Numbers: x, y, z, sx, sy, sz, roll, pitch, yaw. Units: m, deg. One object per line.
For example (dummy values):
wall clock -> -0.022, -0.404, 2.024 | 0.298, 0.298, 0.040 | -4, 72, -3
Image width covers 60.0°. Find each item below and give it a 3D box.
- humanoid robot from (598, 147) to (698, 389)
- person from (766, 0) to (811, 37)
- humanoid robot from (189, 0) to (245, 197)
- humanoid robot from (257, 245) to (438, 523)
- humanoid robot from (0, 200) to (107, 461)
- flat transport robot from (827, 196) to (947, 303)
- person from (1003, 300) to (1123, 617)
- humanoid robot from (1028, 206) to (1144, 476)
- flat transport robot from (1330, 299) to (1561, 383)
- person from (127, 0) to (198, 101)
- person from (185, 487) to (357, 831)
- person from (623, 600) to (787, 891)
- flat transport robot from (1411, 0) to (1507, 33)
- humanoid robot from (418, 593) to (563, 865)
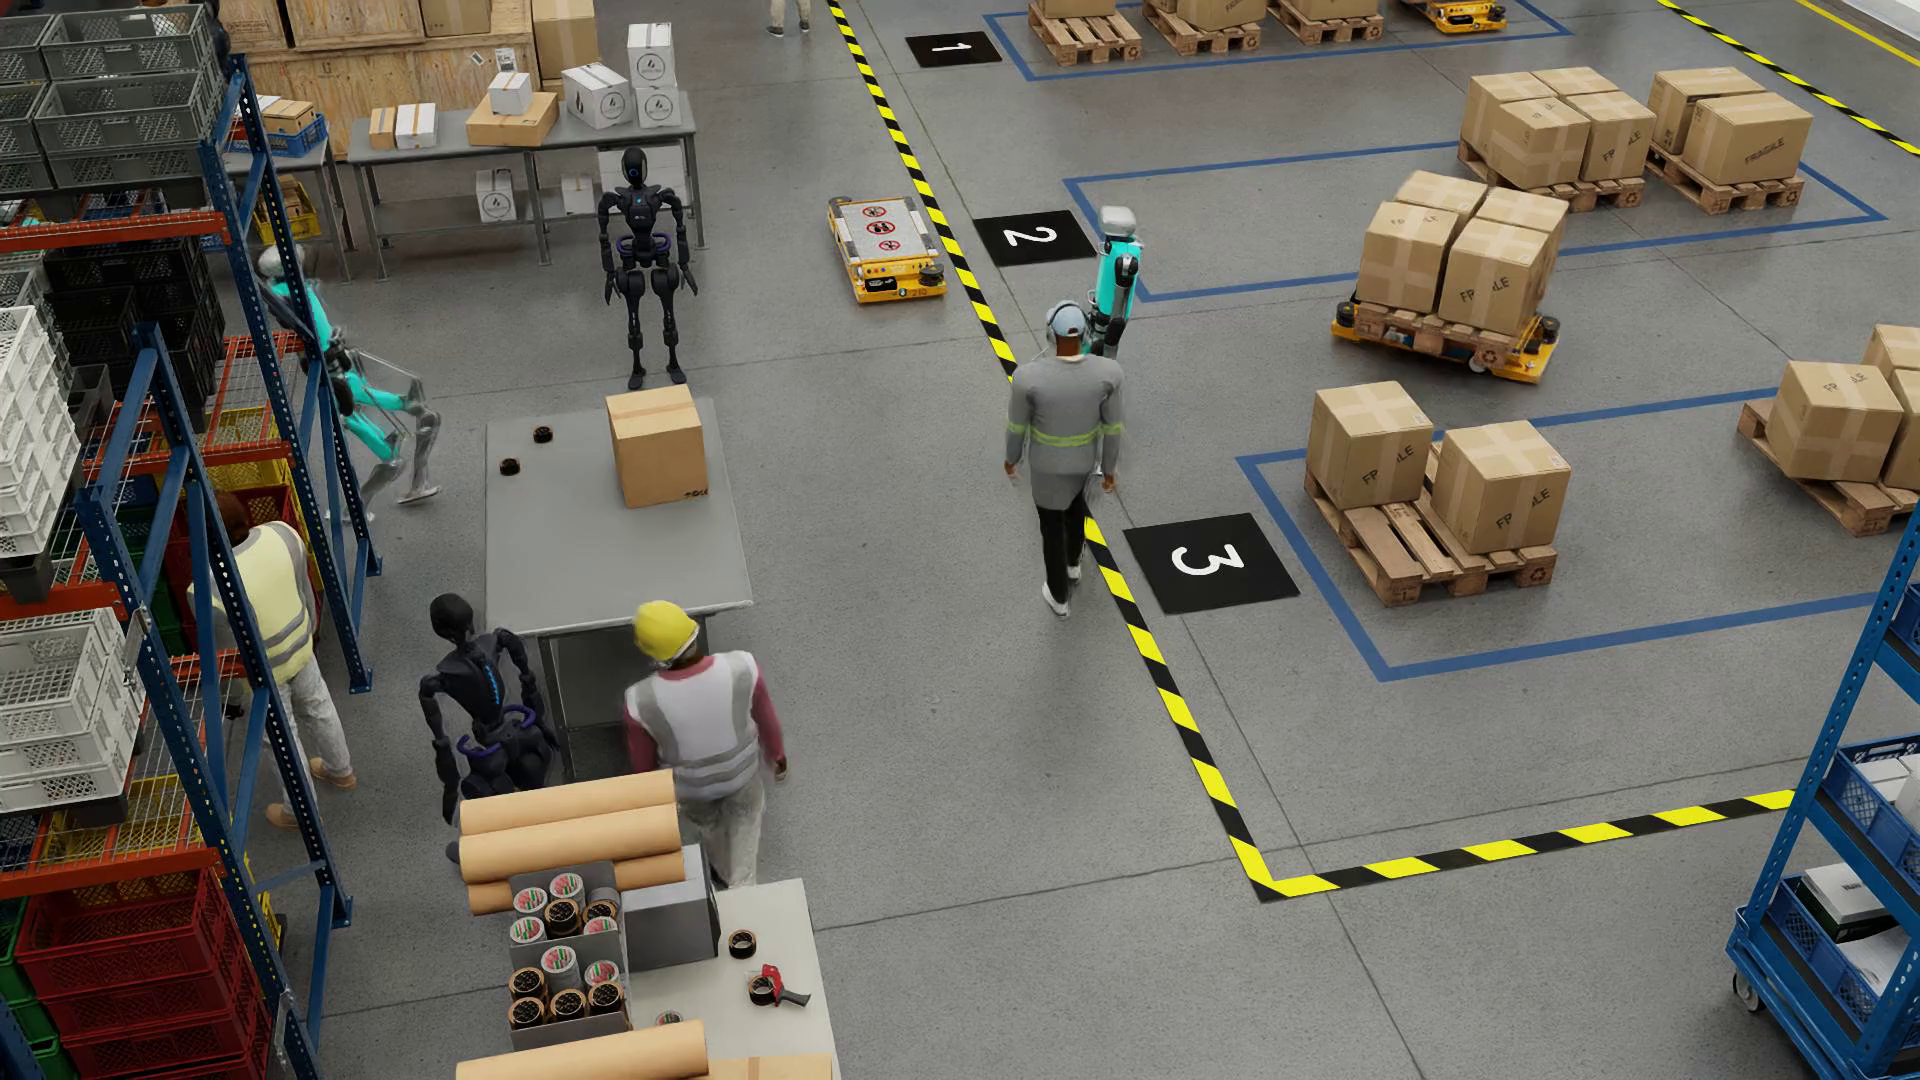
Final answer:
humanoid robot -> -2.006, -1.745, 10.706 | 0.599, 1.657, 0.315 | -7, 37, -9
person -> -1.702, -5.758, 16.033 | 0.563, 1.770, 0.396 | -16, 40, -20
humanoid robot -> -5.834, -3.497, 13.083 | 0.375, 1.643, 0.590 | -4, 37, -6
humanoid robot -> -3.364, -0.882, 9.513 | 0.952, 1.743, 0.541 | -6, 37, -8
humanoid robot -> -5.489, -1.132, 9.778 | 0.533, 1.698, 0.750 | 6, 37, 8
flat transport robot -> -0.570, -2.220, 12.538 | 0.659, 0.231, 1.431 | -8, 37, -10
person -> 0.522, -0.467, 8.869 | 0.593, 1.831, 0.652 | -9, 38, -12
humanoid robot -> 0.669, -1.155, 9.768 | 0.735, 1.671, 0.533 | -1, 37, -2
flat transport robot -> 3.368, -1.482, 11.523 | 1.431, 0.197, 0.652 | 18, 40, 23
person -> -6.002, -3.438, 12.769 | 0.614, 1.943, 0.402 | 27, 45, 32
person -> -3.135, 0.540, 7.512 | 0.429, 1.839, 0.633 | 13, 39, 17
person -> -1.048, 0.957, 6.996 | 0.640, 1.786, 0.562 | -10, 38, -13
flat transport robot -> 4.947, -5.528, 16.960 | 0.652, 0.197, 1.431 | -8, 37, -10
humanoid robot -> -2.019, 0.909, 7.170 | 0.693, 1.621, 0.611 | 23, 42, 28
